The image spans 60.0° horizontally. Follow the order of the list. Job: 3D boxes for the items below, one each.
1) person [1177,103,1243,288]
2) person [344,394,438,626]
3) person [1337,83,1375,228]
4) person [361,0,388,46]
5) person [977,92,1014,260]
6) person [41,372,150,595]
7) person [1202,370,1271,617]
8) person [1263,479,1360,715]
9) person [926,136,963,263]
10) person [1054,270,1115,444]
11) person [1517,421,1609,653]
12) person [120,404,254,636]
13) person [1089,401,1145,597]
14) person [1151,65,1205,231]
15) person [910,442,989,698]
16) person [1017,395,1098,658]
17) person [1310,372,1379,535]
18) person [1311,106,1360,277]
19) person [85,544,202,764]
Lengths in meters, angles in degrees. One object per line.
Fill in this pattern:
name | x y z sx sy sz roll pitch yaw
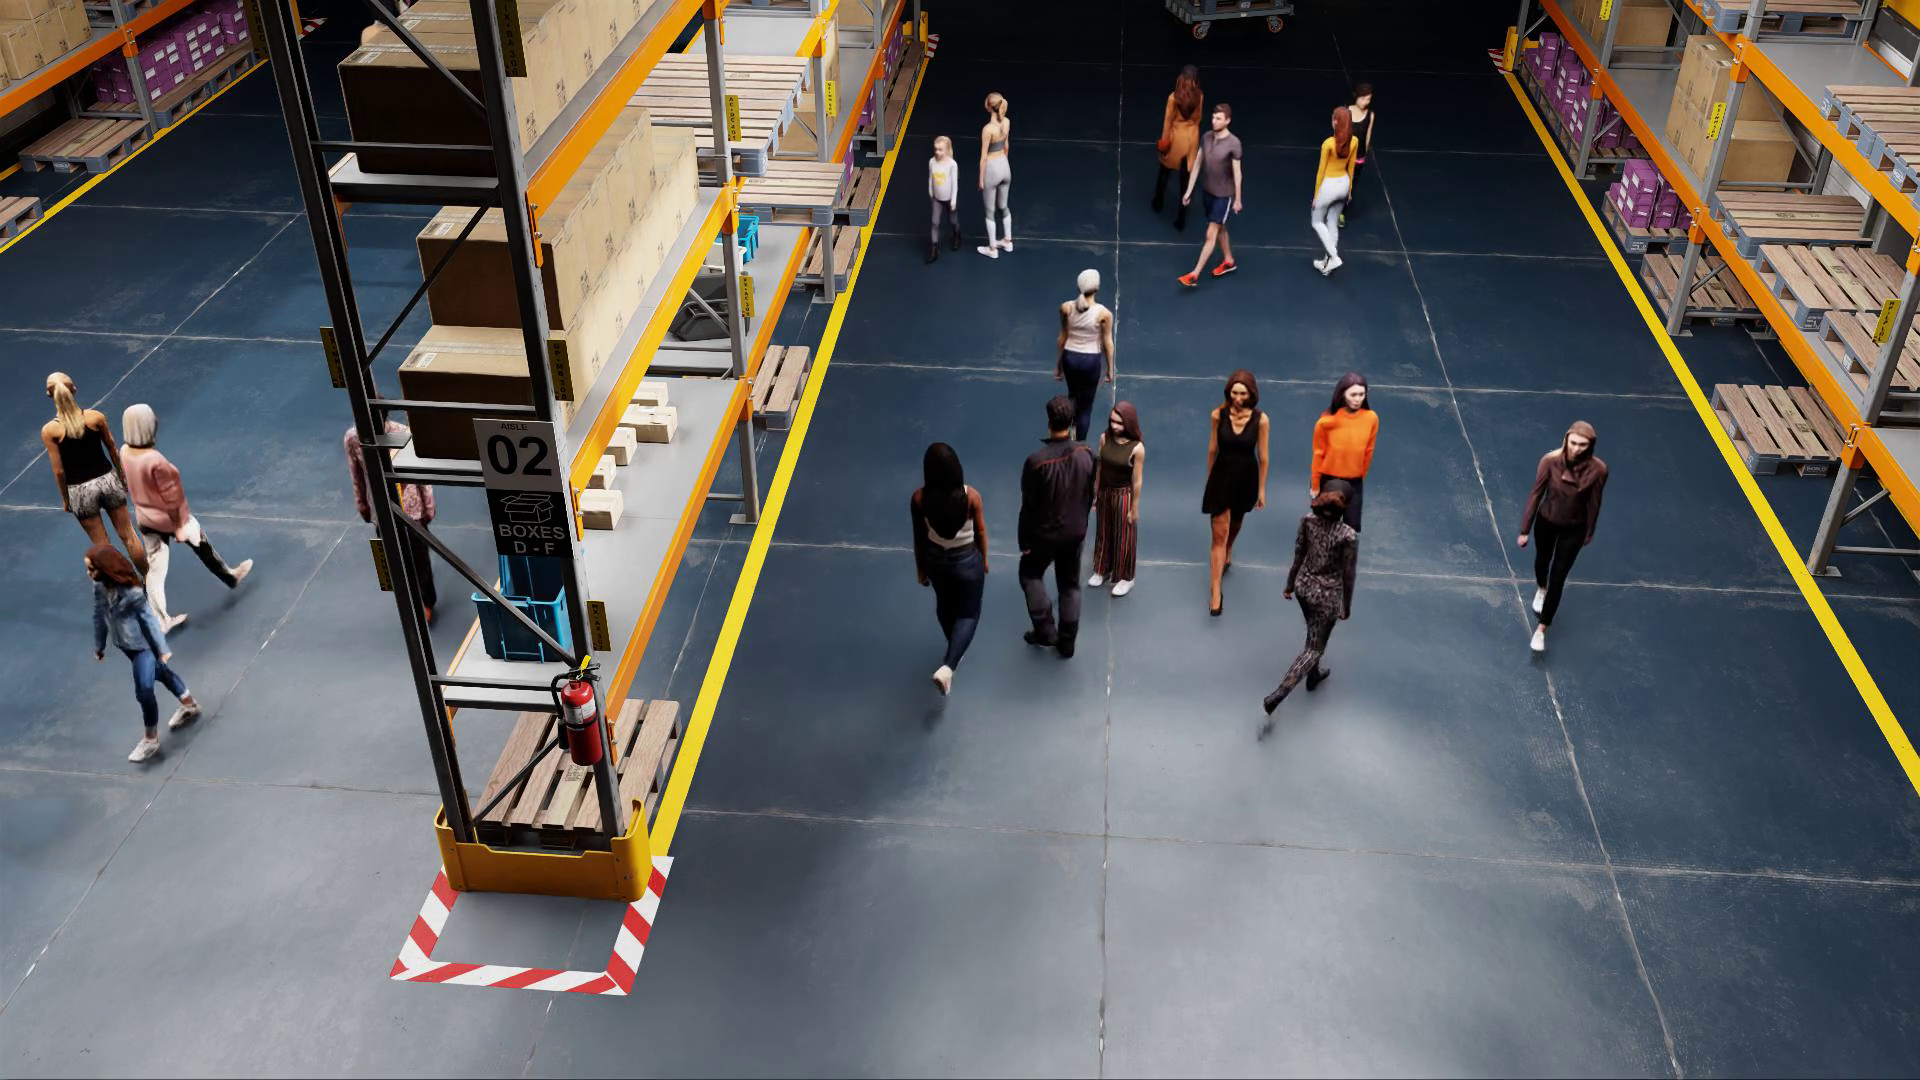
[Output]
person | 2.604 -3.412 16.356 1.170 1.809 1.143 -22 39 -29
person | -3.921 -0.282 11.667 0.781 1.787 0.970 -2 34 -3
person | 4.138 -4.126 17.684 0.589 1.530 0.794 7 34 10
person | -6.597 -5.319 19.315 0.962 1.711 1.237 -9 35 -14
person | 0.372 -3.707 16.900 0.705 1.699 0.624 29 43 36
person | -6.117 -0.369 11.747 0.674 1.845 0.736 -25 41 -33
person | 1.972 -0.414 11.871 0.683 1.782 1.167 7 34 10
person | 2.268 0.407 10.716 1.039 1.693 1.137 28 43 35
person | -0.129 -3.525 17.018 0.640 1.265 0.933 11 35 16
person | 0.955 -1.335 13.342 0.698 1.687 0.721 12 35 17
person | 4.164 -0.118 11.541 0.878 1.655 1.167 14 36 20
person | -5.574 -0.102 11.495 0.861 1.679 1.173 14 36 20
person | 1.134 -0.321 11.930 0.634 1.561 0.676 27 42 34
person | 2.377 -4.090 17.490 0.876 1.684 1.106 -7 34 -10
person | -0.071 0.223 10.916 0.787 1.778 1.143 9 35 14
person | 0.686 -0.023 11.157 0.868 1.921 0.884 -15 36 -21
person | 2.691 -0.476 12.006 0.652 1.737 0.635 -1 34 -2
person | 3.715 -3.377 16.367 0.775 1.739 0.879 -12 36 -18
person | -5.183 0.616 10.621 0.762 1.451 0.941 15 36 21
